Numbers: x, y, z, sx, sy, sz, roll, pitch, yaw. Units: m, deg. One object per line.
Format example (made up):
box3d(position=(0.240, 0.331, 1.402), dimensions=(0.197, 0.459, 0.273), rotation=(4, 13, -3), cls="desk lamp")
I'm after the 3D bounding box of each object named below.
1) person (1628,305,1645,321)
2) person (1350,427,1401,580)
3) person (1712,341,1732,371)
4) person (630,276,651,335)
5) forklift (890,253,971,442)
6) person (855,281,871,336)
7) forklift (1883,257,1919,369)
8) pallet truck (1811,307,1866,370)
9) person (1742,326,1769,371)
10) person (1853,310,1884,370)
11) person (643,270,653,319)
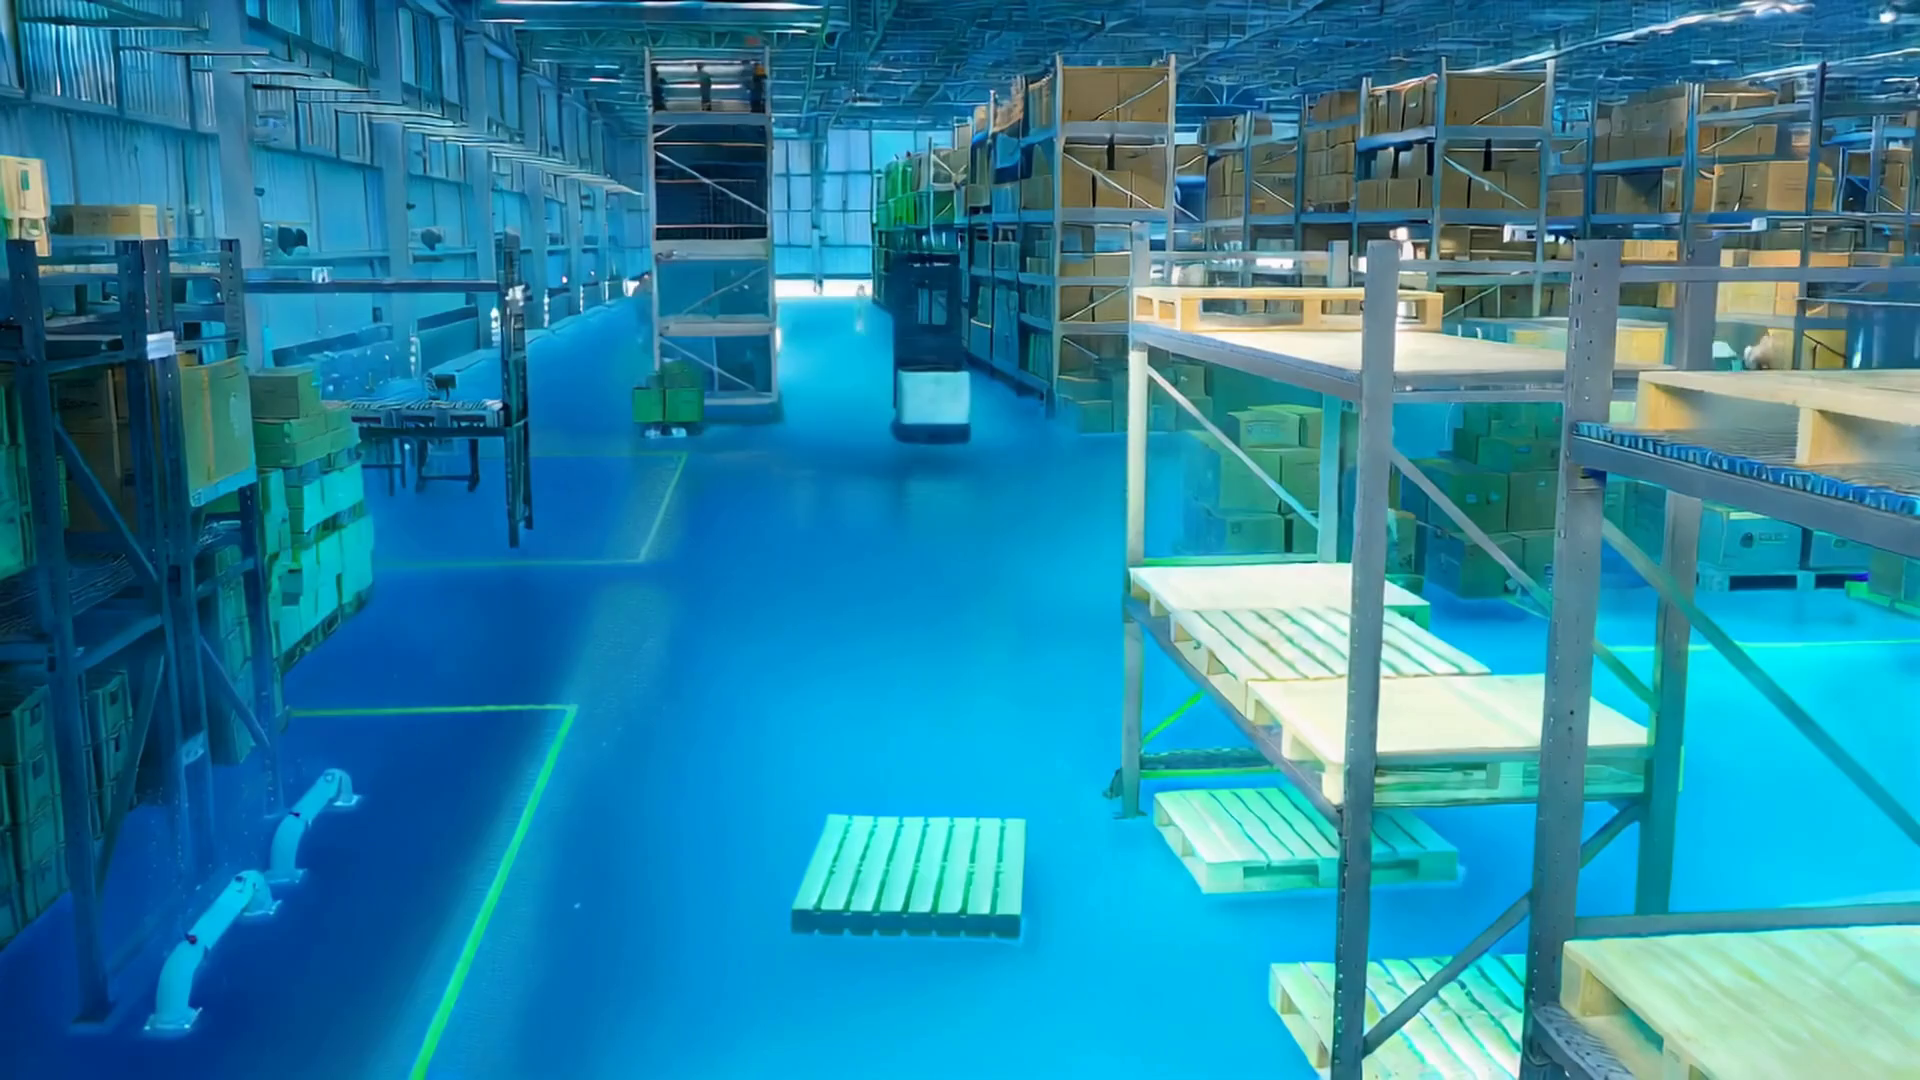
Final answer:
box3d(position=(12.528, -3.448, 30.965), dimensions=(0.429, 1.832, 0.638), rotation=(-1, 10, -7), cls="person")
box3d(position=(3.151, -0.033, 12.423), dimensions=(0.444, 1.679, 0.558), rotation=(-1, 10, -6), cls="person")
box3d(position=(8.660, -1.310, 18.904), dimensions=(0.890, 1.908, 0.552), rotation=(-4, 11, -21), cls="person")
box3d(position=(-10.350, -7.581, 53.755), dimensions=(0.647, 1.870, 0.925), rotation=(-5, 11, -24), cls="person")
box3d(position=(-0.451, -2.973, 25.406), dimensions=(1.129, 2.768, 1.873), rotation=(-1, 10, -6), cls="forklift")
box3d(position=(-3.087, -7.367, 52.914), dimensions=(0.504, 1.728, 0.488), rotation=(-3, 11, -16), cls="person")
box3d(position=(11.289, -1.921, 19.577), dimensions=(1.873, 2.768, 1.129), rotation=(-1, 10, -6), cls="forklift")
box3d(position=(15.846, -3.142, 28.793), dimensions=(1.885, 1.965, 0.823), rotation=(2, 10, 12), cls="pallet truck")
box3d(position=(12.686, -2.567, 26.486), dimensions=(0.577, 1.684, 0.542), rotation=(-2, 10, -13), cls="person")
box3d(position=(15.193, -2.977, 28.100), dimensions=(0.689, 1.919, 0.549), rotation=(6, 12, 32), cls="person")
box3d(position=(-12.083, -9.523, 64.449), dimensions=(0.400, 1.894, 0.653), rotation=(9, 13, 40), cls="person")
